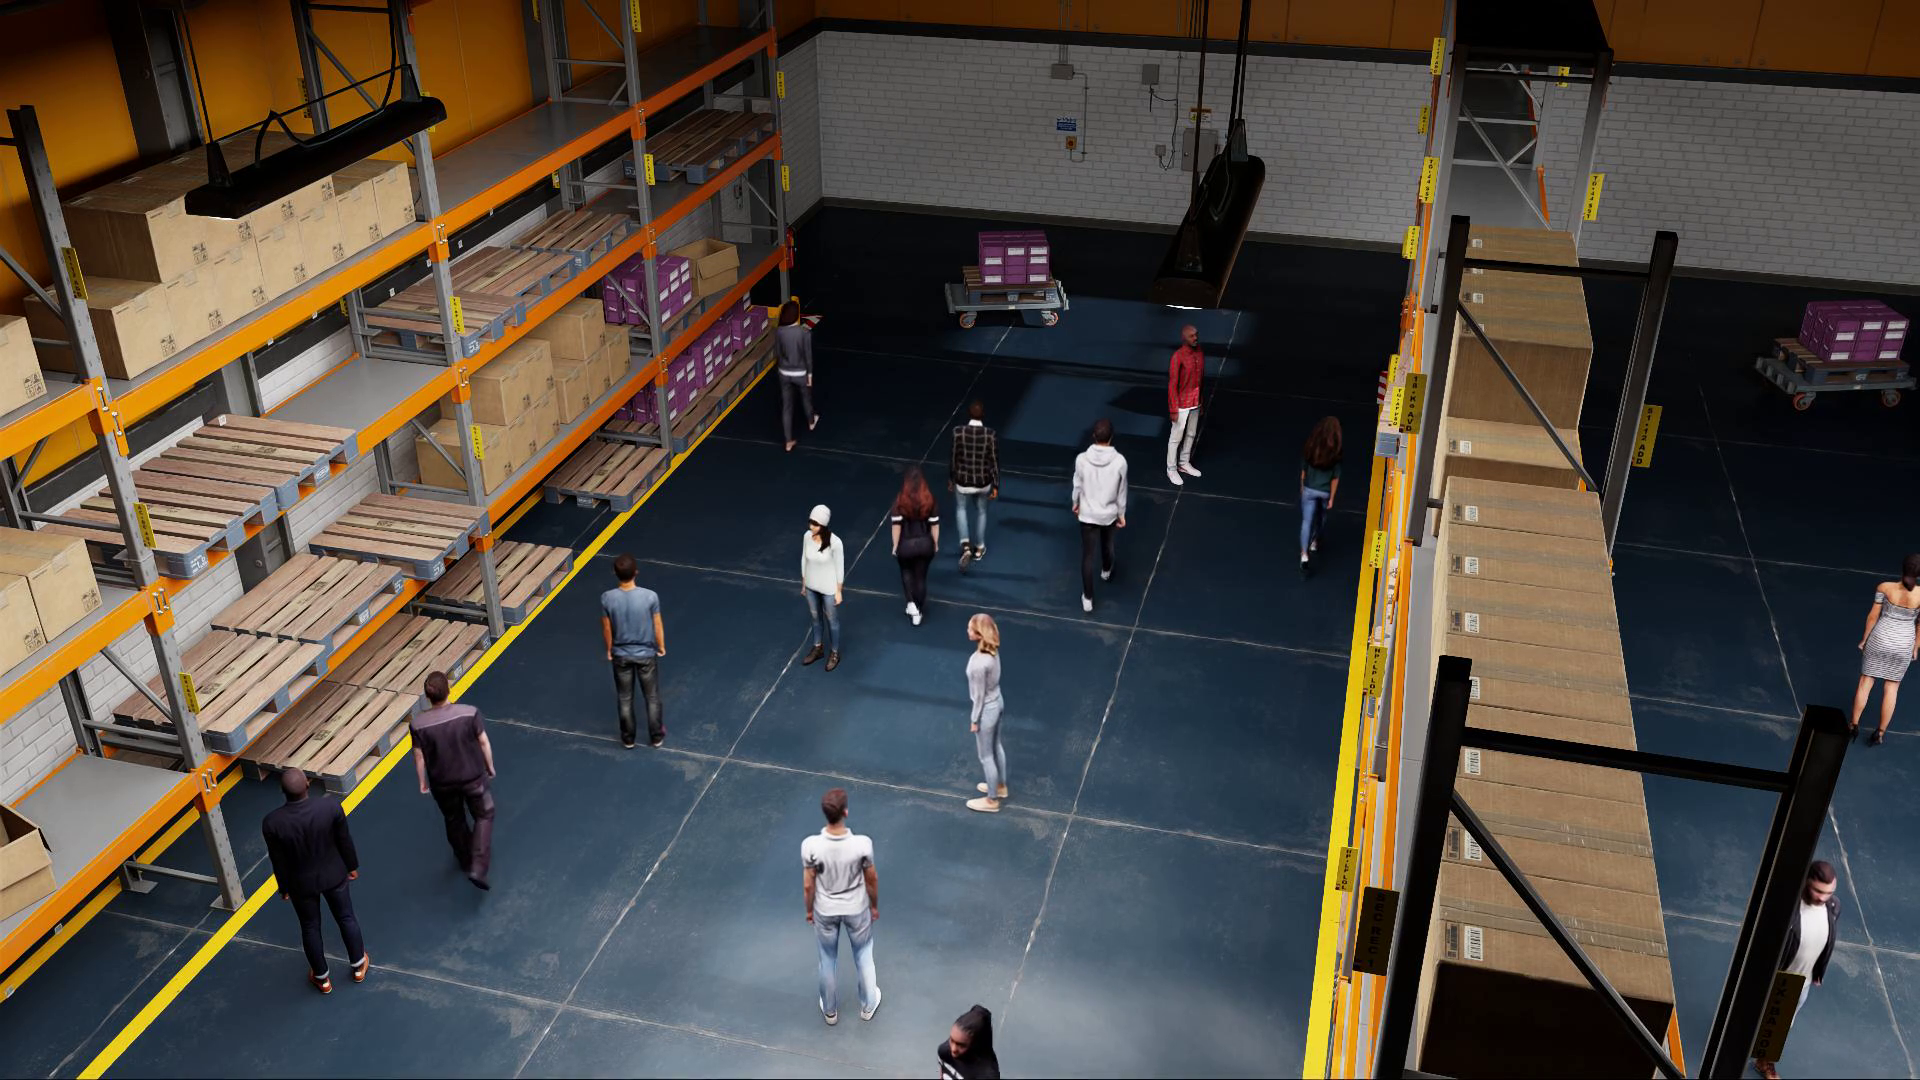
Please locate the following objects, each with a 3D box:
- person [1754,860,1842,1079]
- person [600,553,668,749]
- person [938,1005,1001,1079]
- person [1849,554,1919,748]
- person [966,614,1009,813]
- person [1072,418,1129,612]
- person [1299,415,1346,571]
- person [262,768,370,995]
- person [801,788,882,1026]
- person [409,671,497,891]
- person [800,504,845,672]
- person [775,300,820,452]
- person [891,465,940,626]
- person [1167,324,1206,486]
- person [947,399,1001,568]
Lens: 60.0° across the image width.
[{"bbox_3d":[5.247,2.761,10.591,0.733,1.835,0.701,-4,29,-7],"label":"person"},{"bbox_3d":[-2.736,0.937,13.966,0.706,1.806,0.656,-3,29,-6],"label":"person"},{"bbox_3d":[0.121,3.375,9.628,0.945,1.679,1.284,21,35,33],"label":"person"},{"bbox_3d":[7.805,0.922,13.977,0.644,1.822,0.604,14,32,25],"label":"person"},{"bbox_3d":[0.220,1.359,13.210,0.643,1.789,0.469,8,30,14],"label":"person"},{"bbox_3d":[1.318,-0.210,15.997,0.819,1.873,1.224,3,29,6],"label":"person"},{"bbox_3d":[3.589,-0.454,16.750,0.559,1.582,1.065,8,30,13],"label":"person"},{"bbox_3d":[-4.413,2.323,11.411,0.782,1.819,0.834,-14,32,-24],"label":"person"},{"bbox_3d":[-0.790,2.464,11.115,0.711,1.855,0.658,-1,29,-2],"label":"person"},{"bbox_3d":[-3.719,1.807,12.342,0.951,1.833,1.110,-5,29,-9],"label":"person"},{"bbox_3d":[-1.250,0.406,15.099,0.608,1.653,0.555,14,31,23],"label":"person"},{"bbox_3d":[-1.930,-1.860,19.174,0.716,1.728,1.061,4,29,7],"label":"person"},{"bbox_3d":[-0.419,0.091,15.703,0.692,1.627,0.695,-3,29,-5],"label":"person"},{"bbox_3d":[2.504,-1.548,18.505,0.719,1.820,0.817,-22,35,-34],"label":"person"},{"bbox_3d":[0.121,-0.535,16.665,0.801,1.805,0.990,2,29,3],"label":"person"}]
